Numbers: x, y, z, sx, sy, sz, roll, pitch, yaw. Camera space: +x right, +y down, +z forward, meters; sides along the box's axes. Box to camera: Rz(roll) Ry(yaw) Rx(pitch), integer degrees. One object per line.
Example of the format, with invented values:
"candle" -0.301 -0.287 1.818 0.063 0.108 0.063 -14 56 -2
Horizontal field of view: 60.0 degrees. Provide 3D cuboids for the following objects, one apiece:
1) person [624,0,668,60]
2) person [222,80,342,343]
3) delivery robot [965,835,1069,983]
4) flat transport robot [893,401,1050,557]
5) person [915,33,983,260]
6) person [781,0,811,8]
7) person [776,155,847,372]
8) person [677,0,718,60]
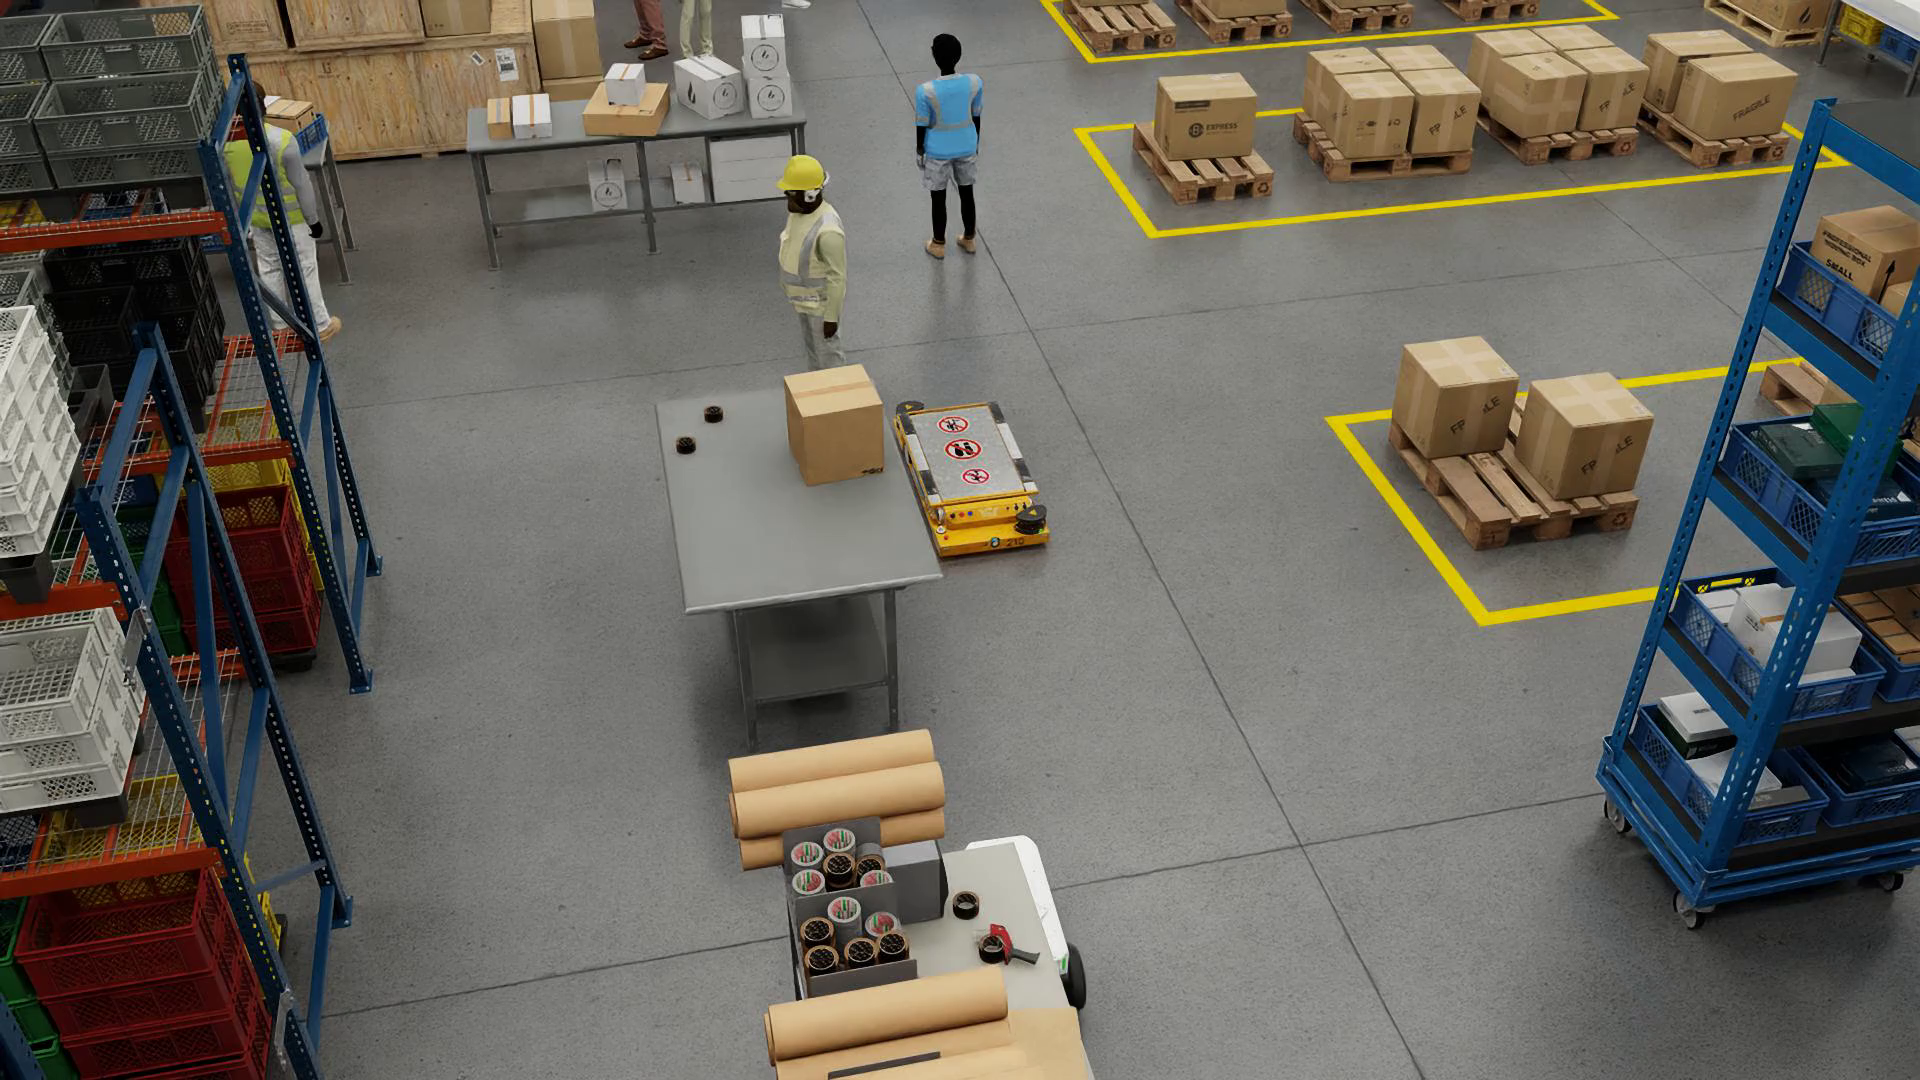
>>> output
"person" -3.057 -5.481 15.549 0.397 1.899 0.639 -18 40 -23
"person" -4.587 -2.192 11.181 0.619 1.836 0.430 8 37 11
"delivery robot" 0.226 1.590 7.082 0.477 0.478 0.707 -6 37 -8
"flat transport robot" 0.046 -0.430 10.108 0.652 0.197 1.431 -8 37 -10
"person" -0.080 -2.870 12.206 0.537 1.694 0.319 -13 39 -17
"person" -1.749 -6.351 16.696 0.379 1.918 0.596 -4 37 -6
"person" -0.904 -1.513 10.265 0.404 1.830 0.601 -15 39 -20
"person" -2.408 -5.207 15.203 0.554 1.867 0.312 -30 46 -34
